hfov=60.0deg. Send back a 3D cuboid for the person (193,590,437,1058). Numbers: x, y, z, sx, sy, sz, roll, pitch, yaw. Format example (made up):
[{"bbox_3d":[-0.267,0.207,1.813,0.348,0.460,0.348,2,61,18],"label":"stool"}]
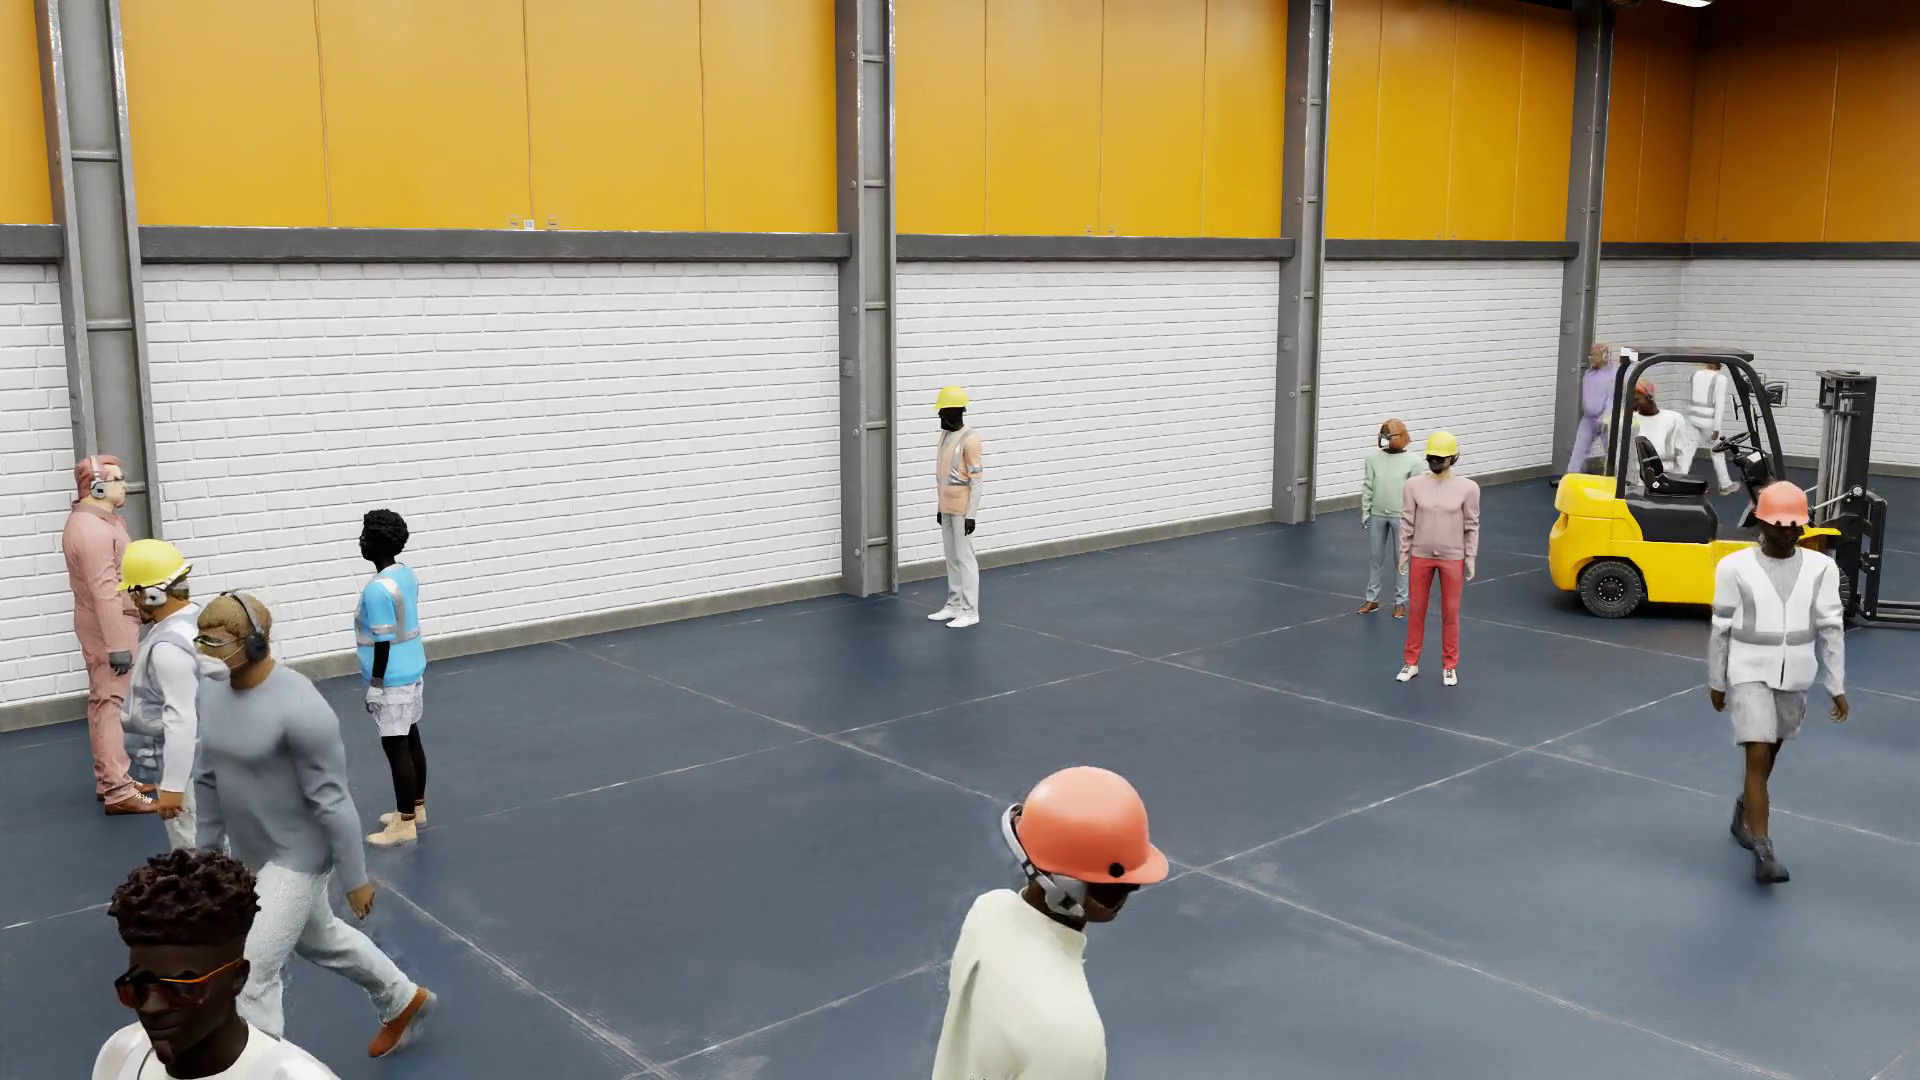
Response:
[{"bbox_3d":[-2.230,1.062,5.680,0.653,1.896,1.062,7,12,36],"label":"person"}]

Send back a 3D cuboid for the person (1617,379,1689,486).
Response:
[{"bbox_3d":[6.199,-0.515,14.918,0.613,1.852,0.403,5,11,28],"label":"person"}]

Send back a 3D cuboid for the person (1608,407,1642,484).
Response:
[{"bbox_3d":[6.149,-0.543,15.185,0.842,1.810,0.629,0,10,0],"label":"person"}]

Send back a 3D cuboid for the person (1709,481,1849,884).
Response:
[{"bbox_3d":[3.898,0.657,7.950,0.564,1.885,0.988,1,10,8],"label":"person"}]

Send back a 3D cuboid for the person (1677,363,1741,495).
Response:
[{"bbox_3d":[9.151,-1.434,20.342,0.981,1.833,0.598,-5,11,-25],"label":"person"}]

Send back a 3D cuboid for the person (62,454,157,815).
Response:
[{"bbox_3d":[-4.482,0.496,8.819,0.410,1.912,0.643,-6,11,-32],"label":"person"}]

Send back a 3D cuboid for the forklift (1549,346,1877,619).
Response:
[{"bbox_3d":[6.109,-0.478,13.691,2.313,2.155,1.214,3,10,16],"label":"forklift"}]

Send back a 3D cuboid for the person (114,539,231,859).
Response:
[{"bbox_3d":[-3.175,0.891,6.765,0.404,1.821,0.587,-3,10,-15],"label":"person"}]

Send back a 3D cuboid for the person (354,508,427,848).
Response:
[{"bbox_3d":[-2.853,0.683,8.342,0.318,1.700,0.535,-1,10,-4],"label":"person"}]

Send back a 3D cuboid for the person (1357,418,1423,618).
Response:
[{"bbox_3d":[3.520,-0.181,13.594,0.501,1.631,0.285,7,12,35],"label":"person"}]

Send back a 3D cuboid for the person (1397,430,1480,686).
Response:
[{"bbox_3d":[3.274,0.126,11.411,0.530,1.765,0.326,4,11,24],"label":"person"}]

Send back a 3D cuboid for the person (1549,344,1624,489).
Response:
[{"bbox_3d":[7.853,-1.490,20.607,0.988,1.857,0.643,-4,11,-24],"label":"person"}]

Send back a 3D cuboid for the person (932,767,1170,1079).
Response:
[{"bbox_3d":[0.049,1.399,3.413,0.698,1.961,0.666,-3,10,-15],"label":"person"}]

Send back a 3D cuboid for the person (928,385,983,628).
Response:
[{"bbox_3d":[-0.041,-0.265,13.224,0.374,1.925,0.595,-5,11,-26],"label":"person"}]

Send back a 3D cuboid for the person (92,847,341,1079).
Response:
[{"bbox_3d":[-1.277,1.479,2.894,0.613,1.965,0.361,5,11,25],"label":"person"}]
